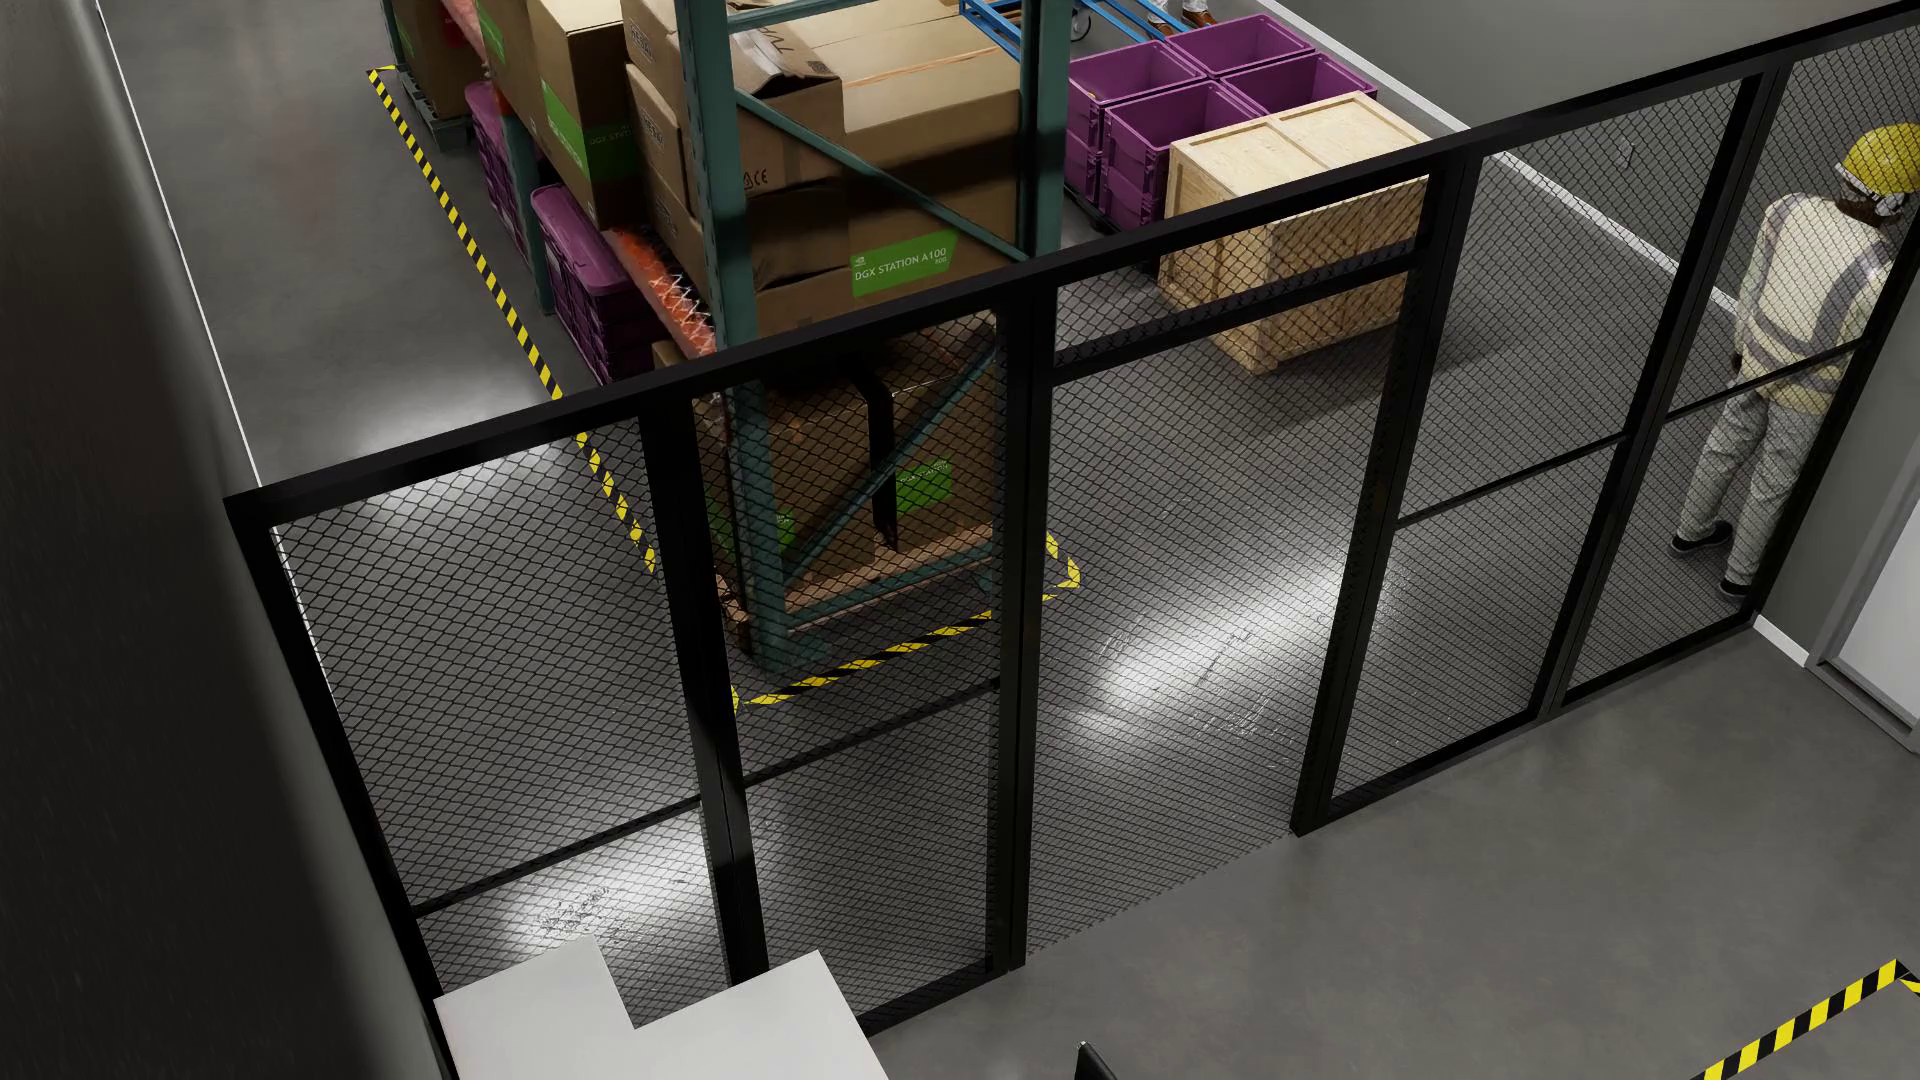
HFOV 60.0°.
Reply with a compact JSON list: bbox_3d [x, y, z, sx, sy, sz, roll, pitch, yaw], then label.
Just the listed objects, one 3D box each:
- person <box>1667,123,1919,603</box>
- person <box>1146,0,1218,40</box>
[{"bbox_3d":[2.857,-0.571,5.648,0.403,1.833,0.586,-14,44,-15],"label":"person"},{"bbox_3d":[1.273,-3.628,8.914,0.632,1.940,0.372,-22,47,-22],"label":"person"}]
